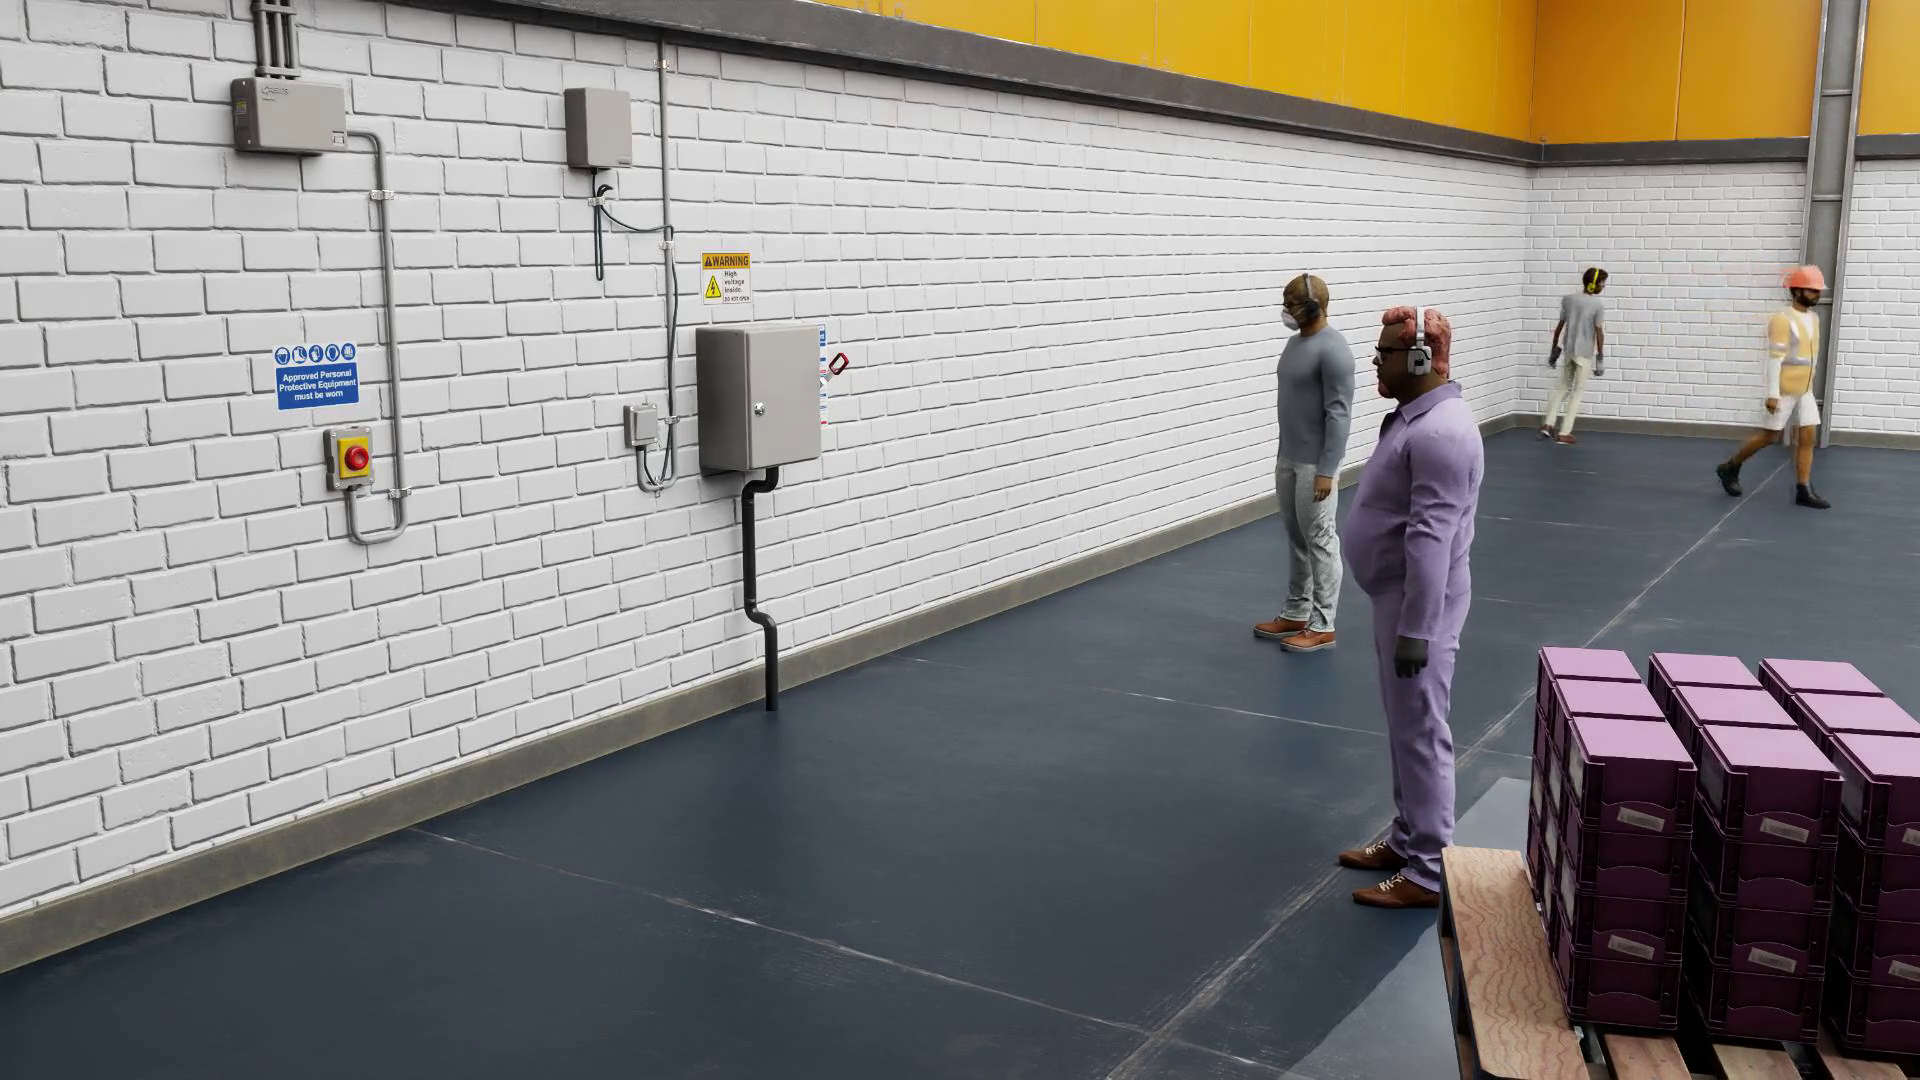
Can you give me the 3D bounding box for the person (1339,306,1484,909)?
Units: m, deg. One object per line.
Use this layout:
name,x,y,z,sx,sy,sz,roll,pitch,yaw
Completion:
person,1.422,0.211,5.308,0.403,1.900,0.647,2,10,9

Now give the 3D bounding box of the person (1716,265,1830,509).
person,6.551,-1.231,13.272,0.558,1.916,0.878,-6,12,-29

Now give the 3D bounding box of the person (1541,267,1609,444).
person,6.357,-1.889,17.144,0.384,1.827,0.633,-6,12,-32

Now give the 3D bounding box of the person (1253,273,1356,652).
person,1.787,-0.394,8.550,0.370,1.934,0.627,-2,10,-13
